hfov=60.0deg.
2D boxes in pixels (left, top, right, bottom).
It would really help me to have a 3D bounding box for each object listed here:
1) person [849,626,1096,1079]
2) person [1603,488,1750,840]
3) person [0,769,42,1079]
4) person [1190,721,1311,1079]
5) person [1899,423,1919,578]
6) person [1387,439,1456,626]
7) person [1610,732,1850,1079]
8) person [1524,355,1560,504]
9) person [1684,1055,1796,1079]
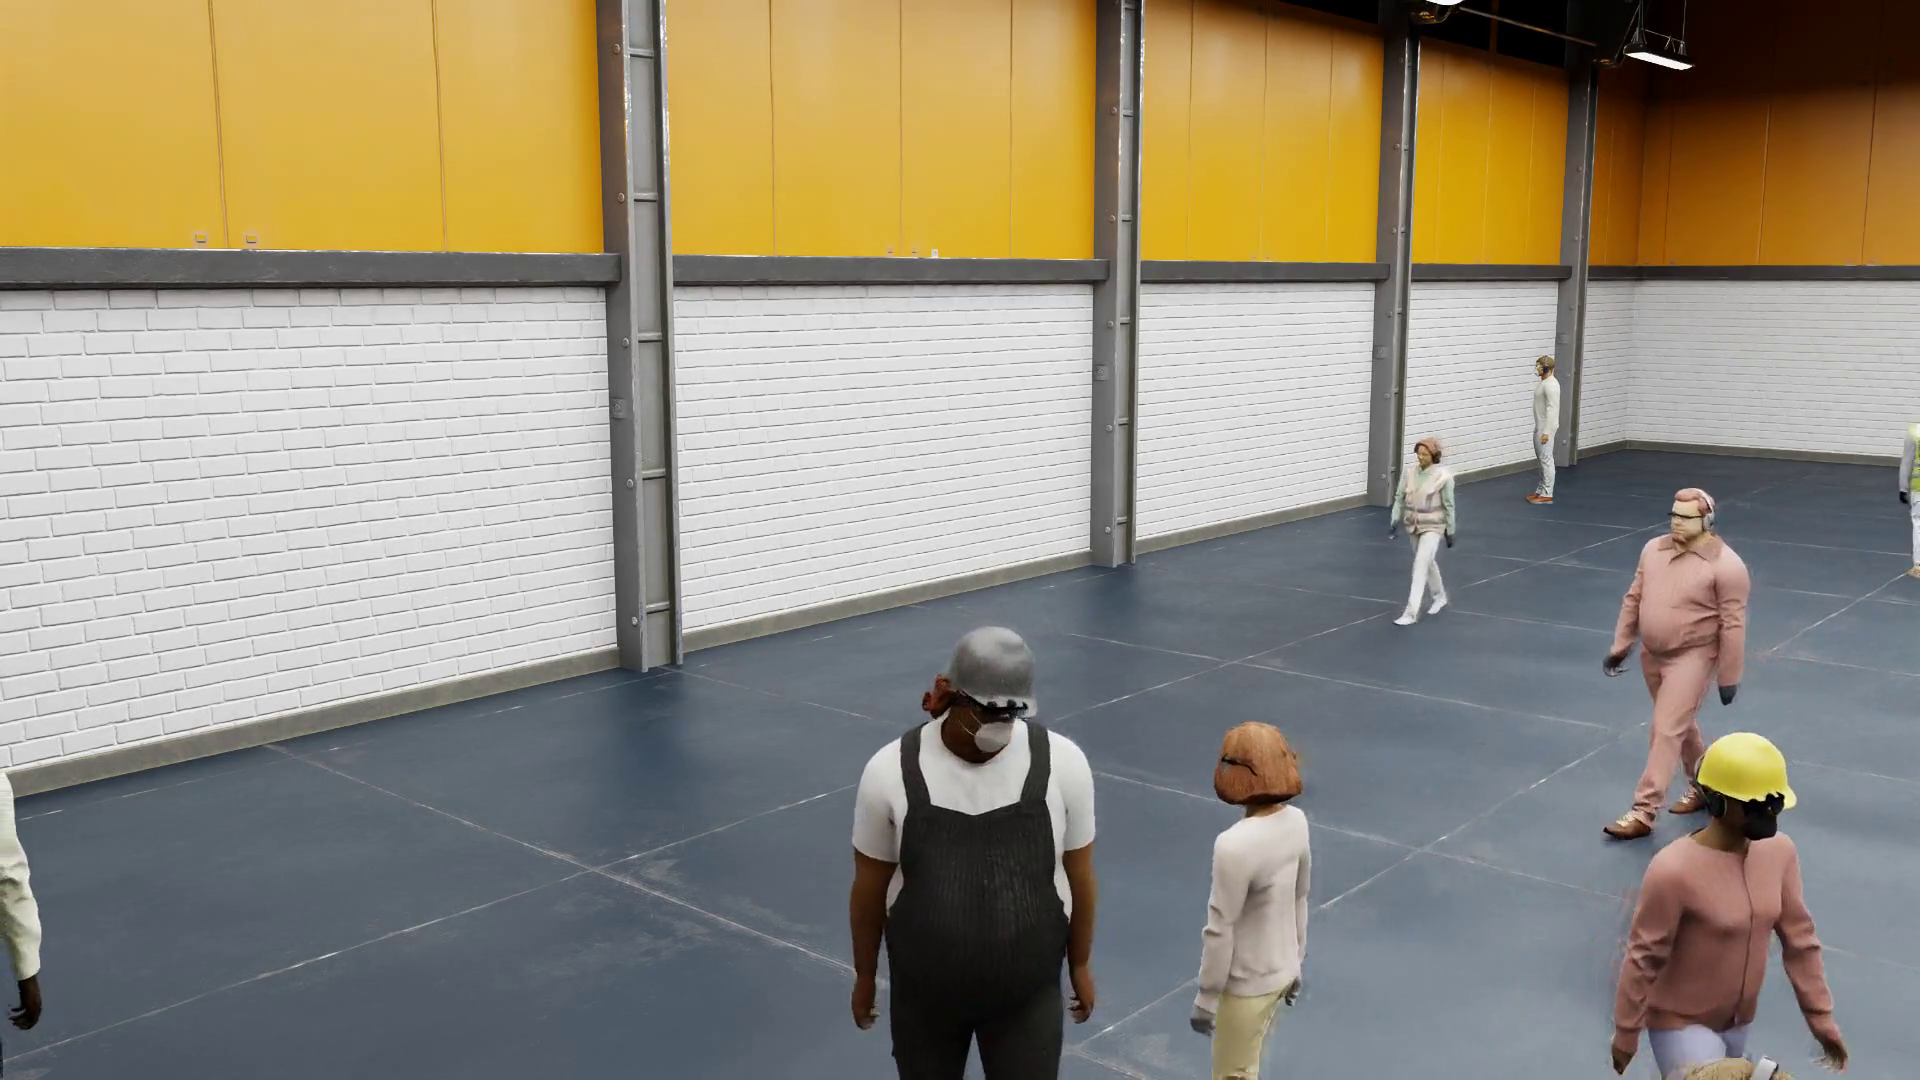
[{"bbox_3d":[0.034,1.208,4.771,0.718,2.000,0.535,0,9,2],"label":"person"},{"bbox_3d":[3.837,0.638,8.939,0.962,1.862,0.647,-3,10,-20],"label":"person"},{"bbox_3d":[-2.978,1.255,4.726,0.849,1.969,0.621,7,12,39],"label":"person"},{"bbox_3d":[0.961,1.363,5.108,0.632,1.617,0.496,6,11,35],"label":"person"},{"bbox_3d":[9.538,-0.517,16.279,0.645,1.823,0.441,3,9,16],"label":"person"},{"bbox_3d":[4.029,-0.093,14.353,0.891,1.591,0.502,-7,11,-36],"label":"person"},{"bbox_3d":[2.165,1.384,4.638,0.544,1.734,0.809,-5,10,-27],"label":"person"},{"bbox_3d":[7.621,-1.437,21.699,0.354,1.938,0.636,2,9,12],"label":"person"},{"bbox_3d":[0.987,1.650,2.563,0.688,1.864,1.010,-6,11,-32],"label":"person"}]
